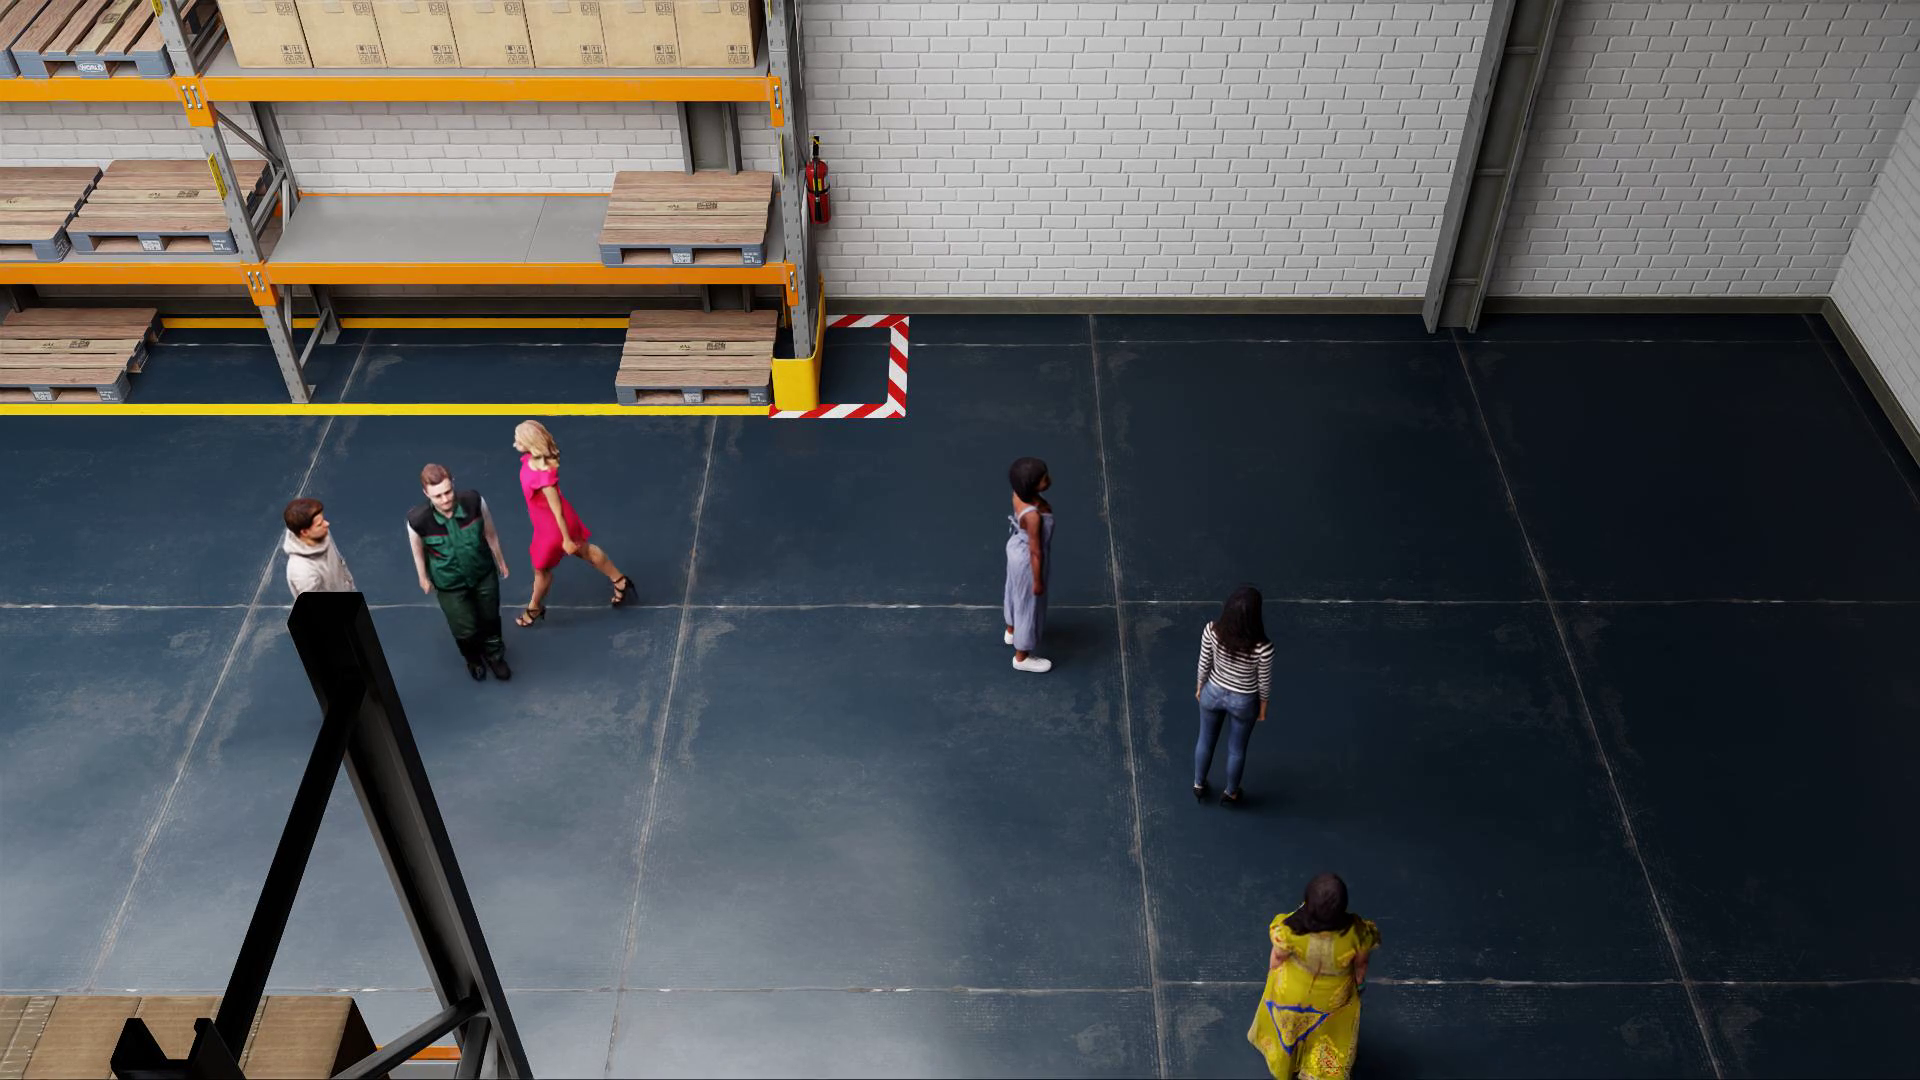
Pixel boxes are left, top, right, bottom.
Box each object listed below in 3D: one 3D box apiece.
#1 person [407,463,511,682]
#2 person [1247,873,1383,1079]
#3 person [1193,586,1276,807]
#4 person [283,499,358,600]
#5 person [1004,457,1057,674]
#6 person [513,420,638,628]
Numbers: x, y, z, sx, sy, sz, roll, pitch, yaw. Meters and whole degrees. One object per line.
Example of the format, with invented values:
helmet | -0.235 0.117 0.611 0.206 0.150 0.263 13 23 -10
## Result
person | -3.155 0.158 10.508 0.762 1.827 0.853 -27 50 -25
person | 1.792 2.297 8.393 0.821 1.647 0.832 5 44 5
person | 1.574 0.939 9.710 0.555 1.797 0.700 17 46 18
person | -3.850 0.477 10.157 0.606 1.849 0.698 -4 44 -4
person | 0.436 0.130 10.633 0.545 1.696 0.603 -6 44 -6
person | -2.563 -0.122 10.907 1.121 1.681 0.796 -13 45 -14
